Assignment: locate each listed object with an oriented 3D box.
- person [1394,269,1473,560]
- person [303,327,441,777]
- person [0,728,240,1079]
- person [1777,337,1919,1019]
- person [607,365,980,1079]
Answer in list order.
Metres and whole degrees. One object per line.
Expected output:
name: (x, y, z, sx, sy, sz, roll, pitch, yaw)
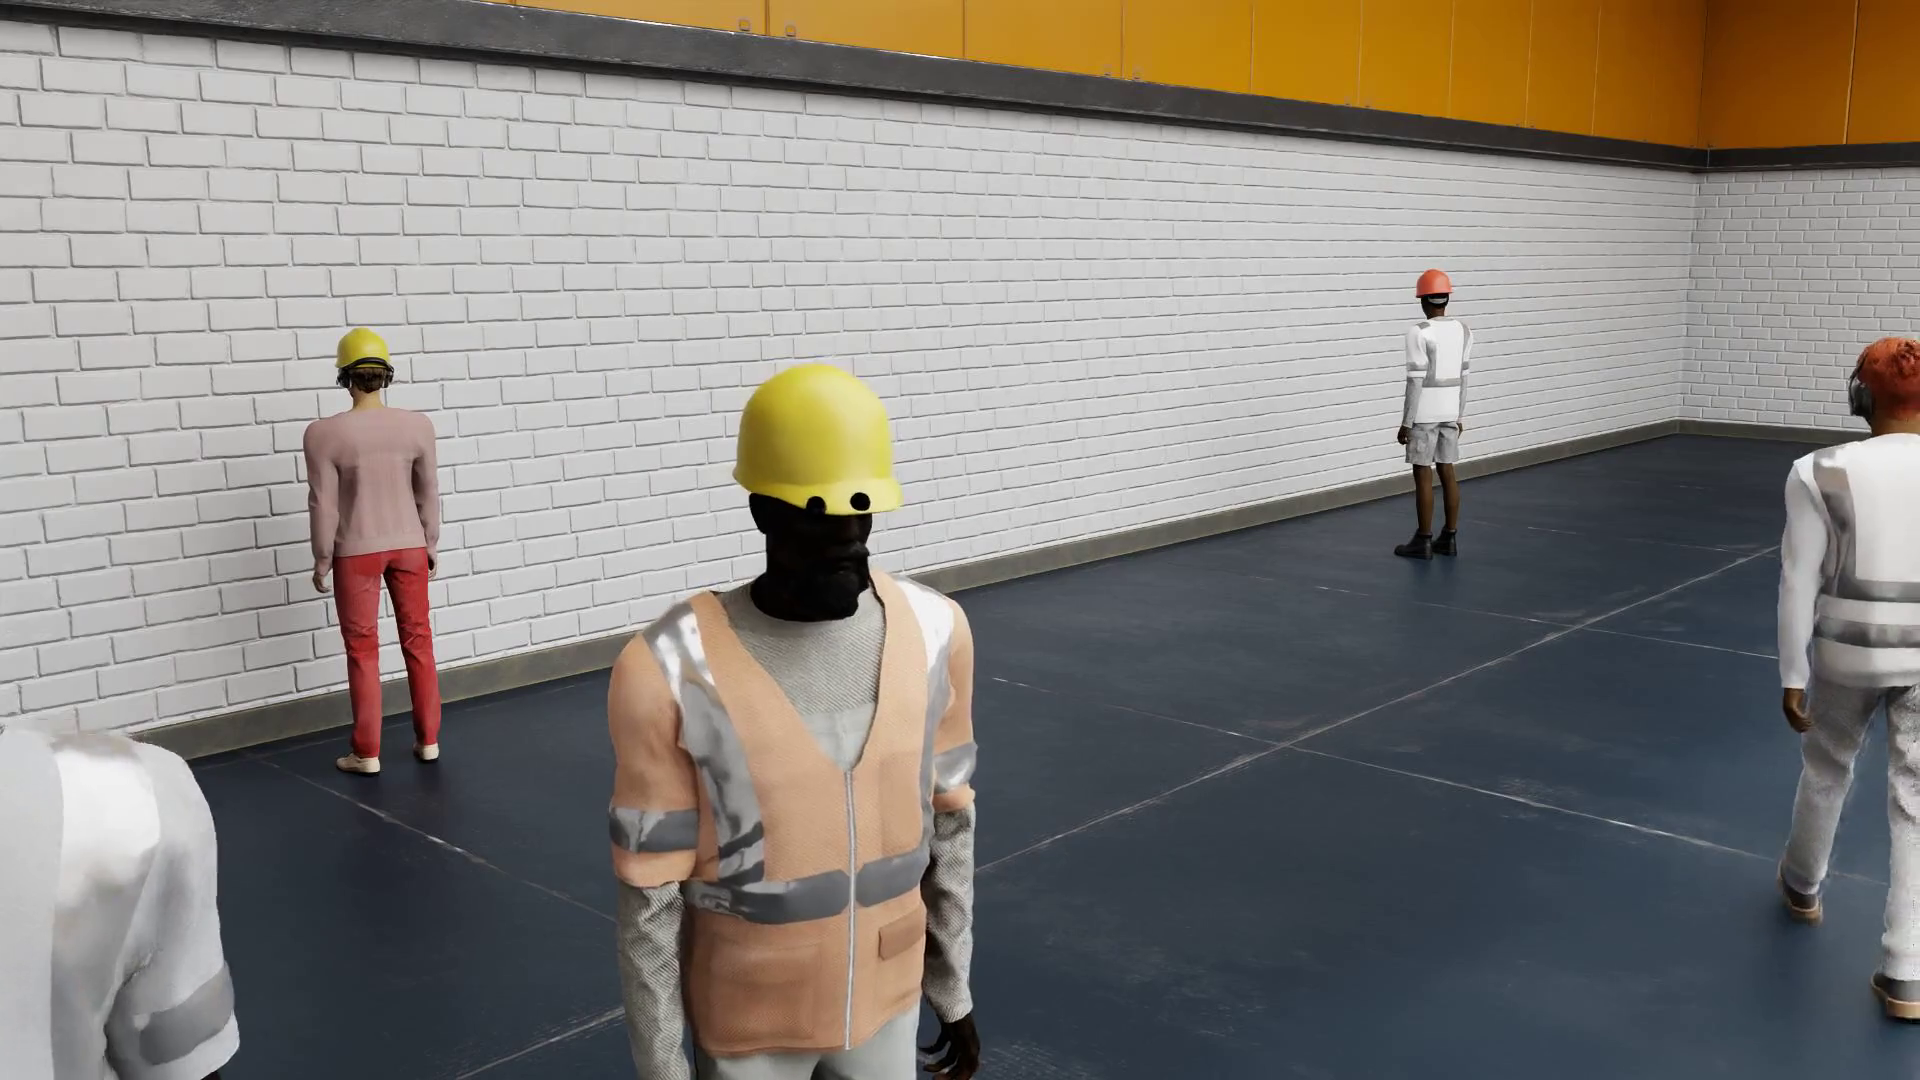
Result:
person: (3.152, -0.839, 11.156, 0.550, 1.933, 0.370, -6, 11, -29)
person: (-2.305, 0.052, 6.571, 0.523, 1.769, 0.310, -8, 13, -40)
person: (-1.027, 0.831, 1.635, 0.650, 1.969, 0.469, -8, 13, -37)
person: (2.636, 0.343, 4.747, 0.594, 1.830, 1.005, 4, 11, 20)
person: (-0.217, 0.694, 2.508, 0.587, 1.915, 0.424, -6, 12, -32)
